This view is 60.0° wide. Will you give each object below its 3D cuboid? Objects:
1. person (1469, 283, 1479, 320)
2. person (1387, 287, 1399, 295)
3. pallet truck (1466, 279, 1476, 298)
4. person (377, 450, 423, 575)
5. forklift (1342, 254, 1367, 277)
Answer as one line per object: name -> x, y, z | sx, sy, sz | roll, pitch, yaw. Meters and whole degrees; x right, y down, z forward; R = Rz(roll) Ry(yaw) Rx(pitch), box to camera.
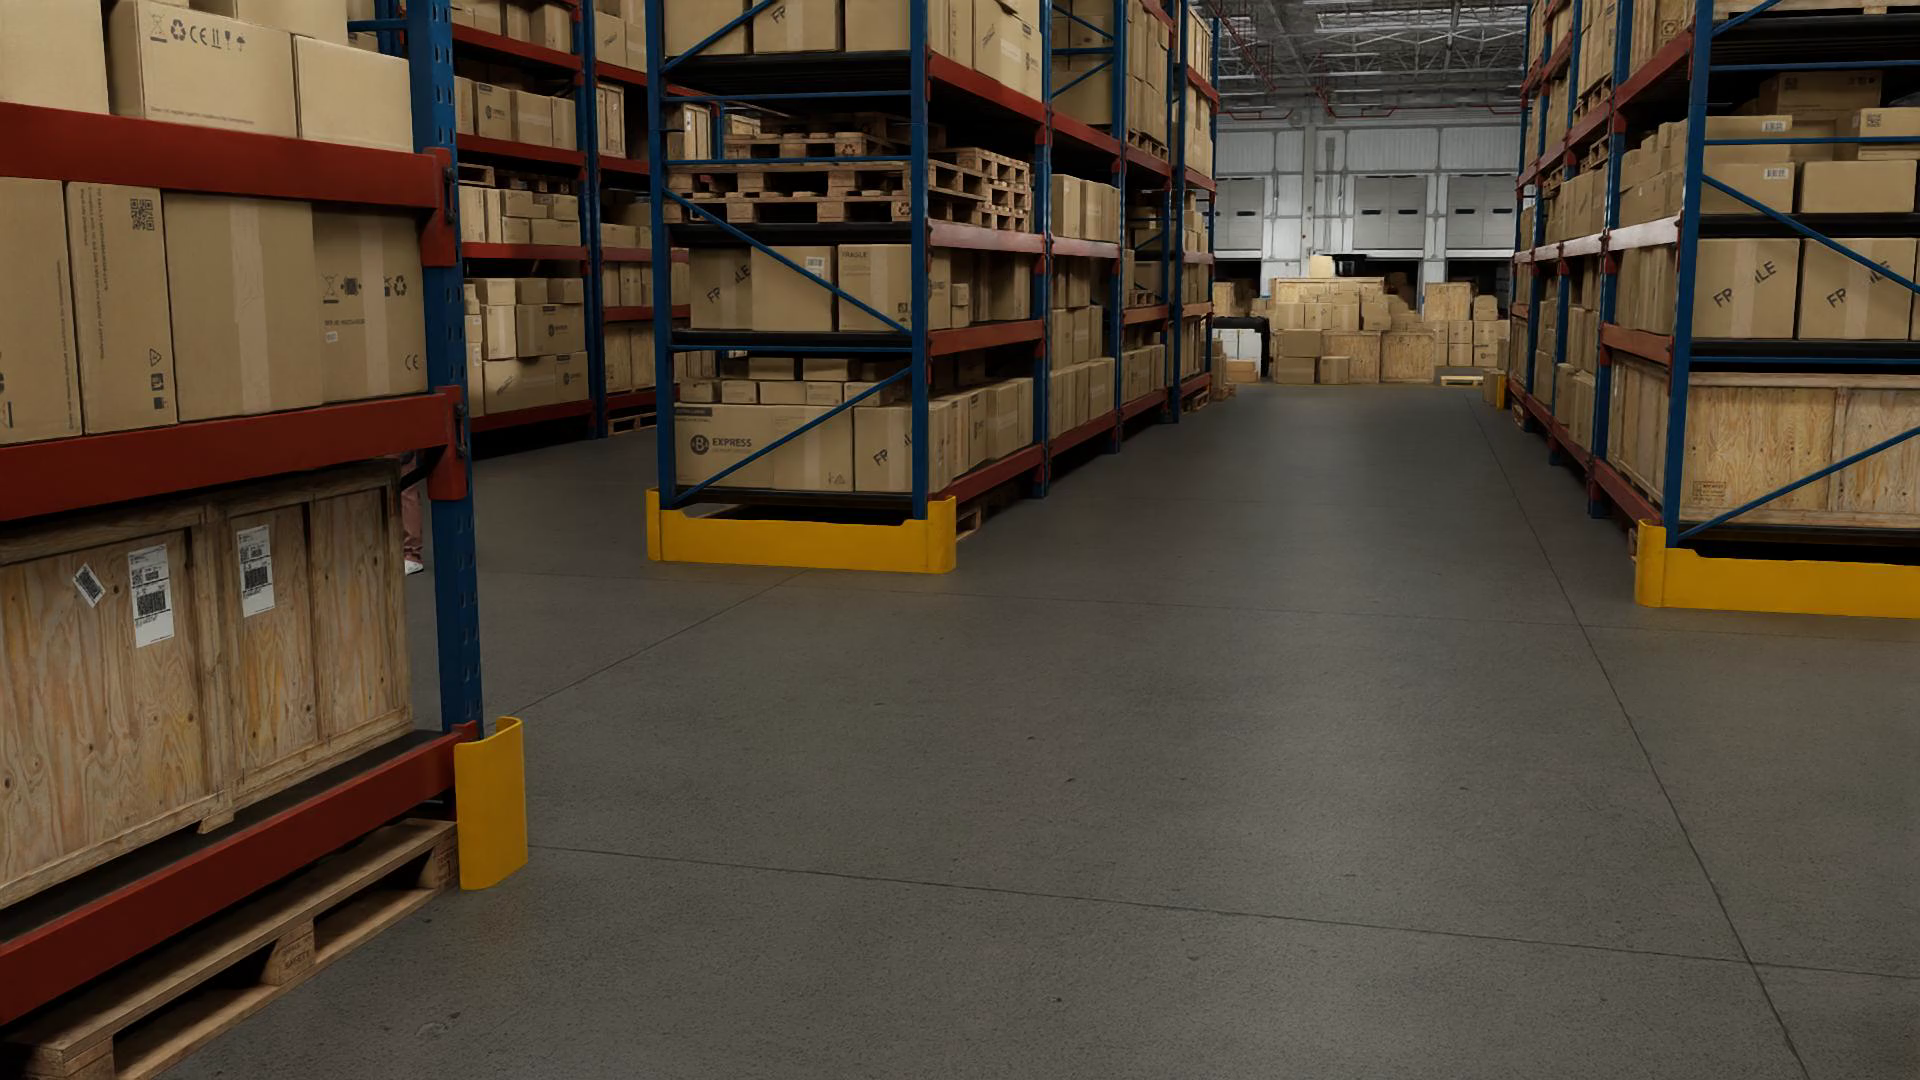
person -> 13.048, -5.582, 42.362 | 0.990, 1.890, 0.639 | 3, 10, 21
person -> 9.553, -4.688, 36.878 | 0.429, 1.840, 0.645 | -1, 9, -5
pallet truck -> 18.896, -8.459, 60.307 | 1.885, 1.965, 0.823 | 5, 10, 31
person -> -3.918, -0.700, 11.331 | 0.639, 1.902, 0.406 | 7, 12, 39
forklift -> 13.037, -8.079, 55.101 | 1.873, 2.768, 1.129 | -4, 10, -22
